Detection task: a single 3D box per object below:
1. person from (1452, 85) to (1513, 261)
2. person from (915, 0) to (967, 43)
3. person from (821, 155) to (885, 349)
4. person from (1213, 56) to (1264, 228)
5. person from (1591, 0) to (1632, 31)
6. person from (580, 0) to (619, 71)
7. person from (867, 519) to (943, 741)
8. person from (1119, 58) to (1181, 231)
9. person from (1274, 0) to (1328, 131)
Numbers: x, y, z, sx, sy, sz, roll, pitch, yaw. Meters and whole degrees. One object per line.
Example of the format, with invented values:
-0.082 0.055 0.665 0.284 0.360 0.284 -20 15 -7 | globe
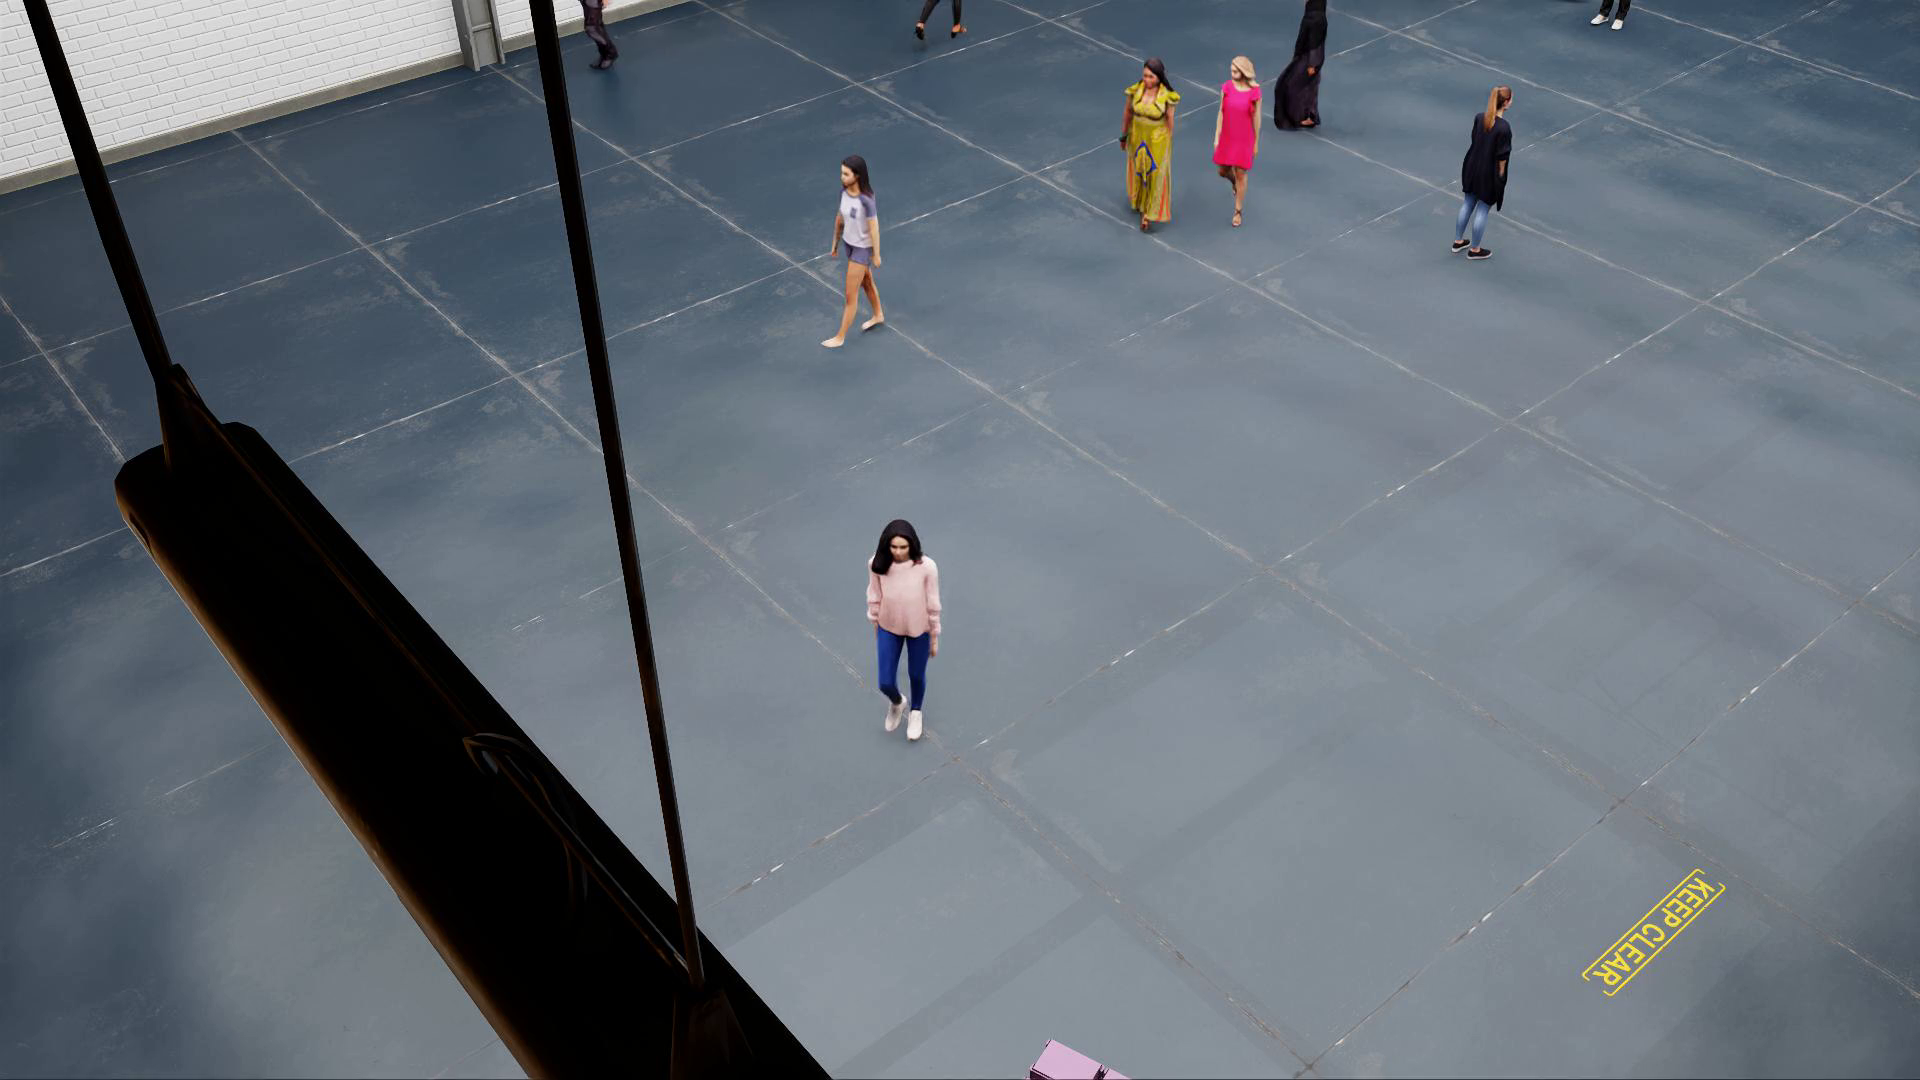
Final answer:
4.896 -3.439 15.548 0.614 1.691 0.666 -19 43 -23 | person
-0.237 -6.687 19.624 0.732 1.680 1.060 27 46 30 | person
-0.808 -2.545 14.419 0.981 1.704 0.605 -28 46 -30 | person
2.711 -3.920 16.137 0.786 1.708 0.911 14 41 17 | person
8.053 -7.093 20.027 0.705 1.811 0.601 27 46 29 | person
-4.134 -6.318 19.036 0.597 1.837 0.640 -27 46 -30 | person
-0.324 0.518 10.541 0.760 1.756 0.812 5 39 6 | person
1.865 -3.934 16.215 1.041 1.633 1.148 14 41 17 | person
3.796 -5.157 17.763 0.922 1.611 0.861 3 39 4 | person
